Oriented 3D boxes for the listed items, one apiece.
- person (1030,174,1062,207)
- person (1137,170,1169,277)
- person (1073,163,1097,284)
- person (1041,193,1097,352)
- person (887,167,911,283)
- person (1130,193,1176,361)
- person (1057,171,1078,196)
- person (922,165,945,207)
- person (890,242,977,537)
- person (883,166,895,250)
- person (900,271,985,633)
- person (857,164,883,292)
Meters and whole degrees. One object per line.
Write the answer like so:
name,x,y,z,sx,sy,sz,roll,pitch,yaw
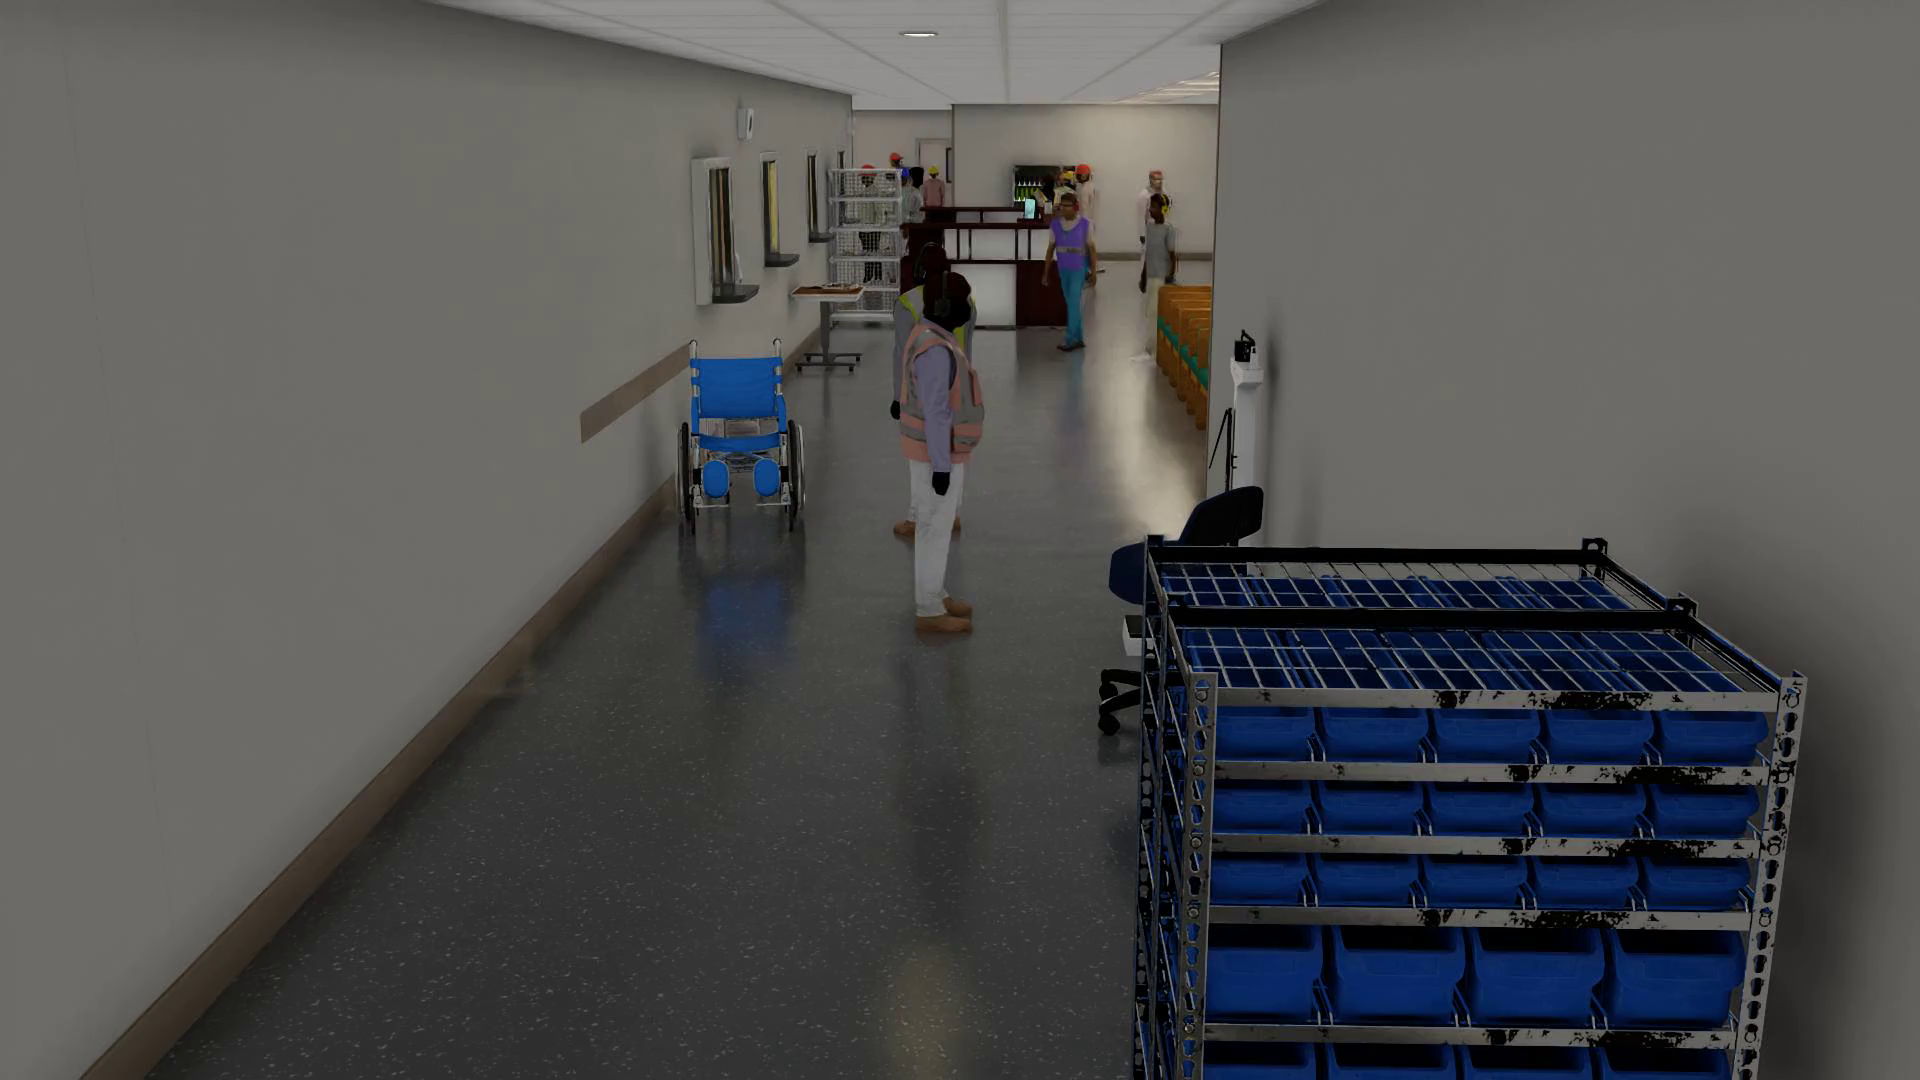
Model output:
person,1.415,-4.973,26.846,0.633,1.835,0.429,-7,15,-26
person,3.092,-4.902,26.425,0.646,1.902,0.400,-12,18,-40
person,2.017,-5.238,27.610,0.555,1.974,0.658,4,14,16
person,1.231,-3.086,19.225,0.578,1.804,0.870,11,17,37
person,-0.989,-5.109,27.175,0.407,1.937,0.602,-6,15,-23
person,2.228,-2.918,18.458,0.698,1.856,0.524,-6,15,-24
person,1.931,-5.673,29.738,0.538,1.797,0.634,-7,15,-26
person,-0.588,-7.468,37.118,0.522,1.761,0.321,3,14,12
person,-0.193,-0.936,10.437,0.625,1.846,0.429,-13,19,-42
person,-1.472,-7.073,35.498,0.314,1.767,0.534,7,15,25
person,-0.091,-0.443,8.471,0.430,1.836,0.631,0,14,-2
person,-1.431,-4.910,26.250,0.382,1.995,0.612,-9,16,-31
